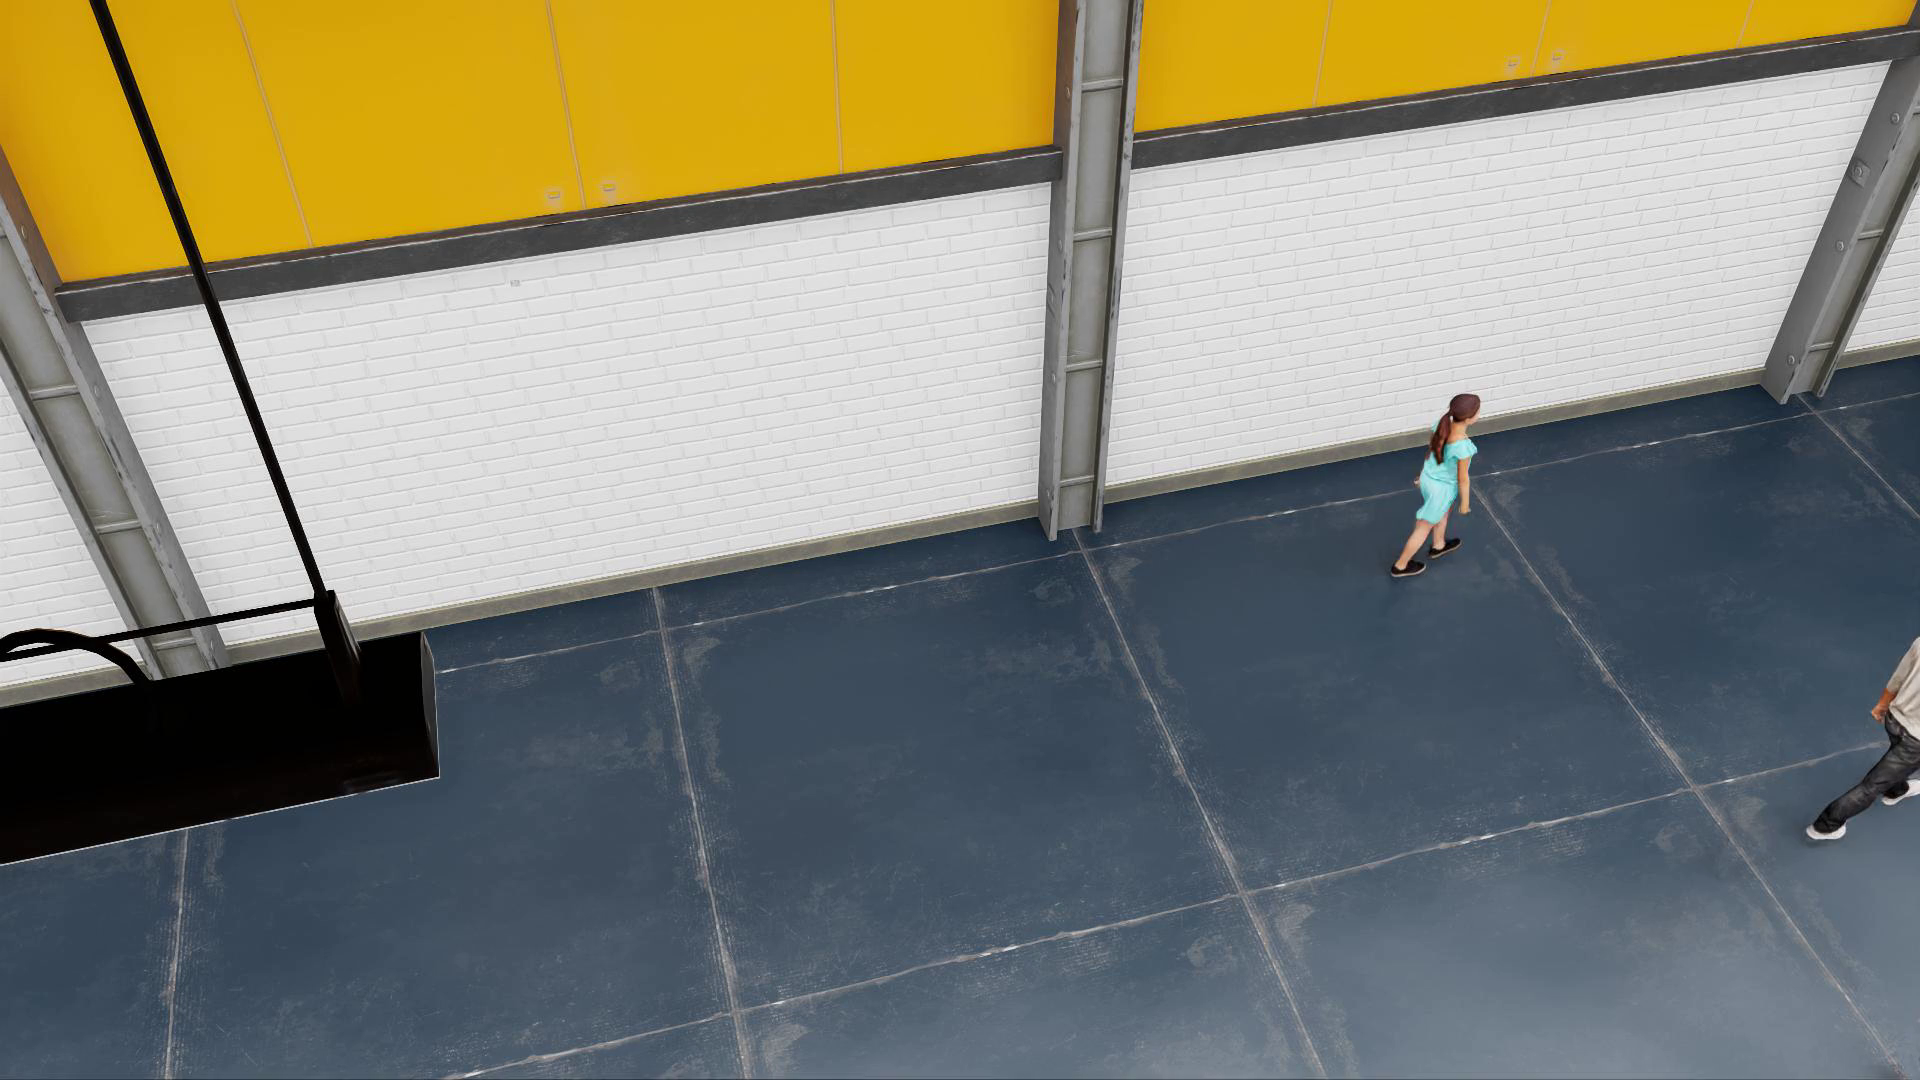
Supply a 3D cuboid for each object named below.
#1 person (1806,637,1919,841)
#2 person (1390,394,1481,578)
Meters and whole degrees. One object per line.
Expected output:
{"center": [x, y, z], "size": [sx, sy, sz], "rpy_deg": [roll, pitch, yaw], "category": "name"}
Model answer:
{"center": [5.371, 1.110, 9.472], "size": [1.137, 1.769, 0.665], "rpy_deg": [-13, 45, -13], "category": "person"}
{"center": [3.154, -0.342, 11.165], "size": [0.821, 1.536, 0.565], "rpy_deg": [-12, 45, -13], "category": "person"}
